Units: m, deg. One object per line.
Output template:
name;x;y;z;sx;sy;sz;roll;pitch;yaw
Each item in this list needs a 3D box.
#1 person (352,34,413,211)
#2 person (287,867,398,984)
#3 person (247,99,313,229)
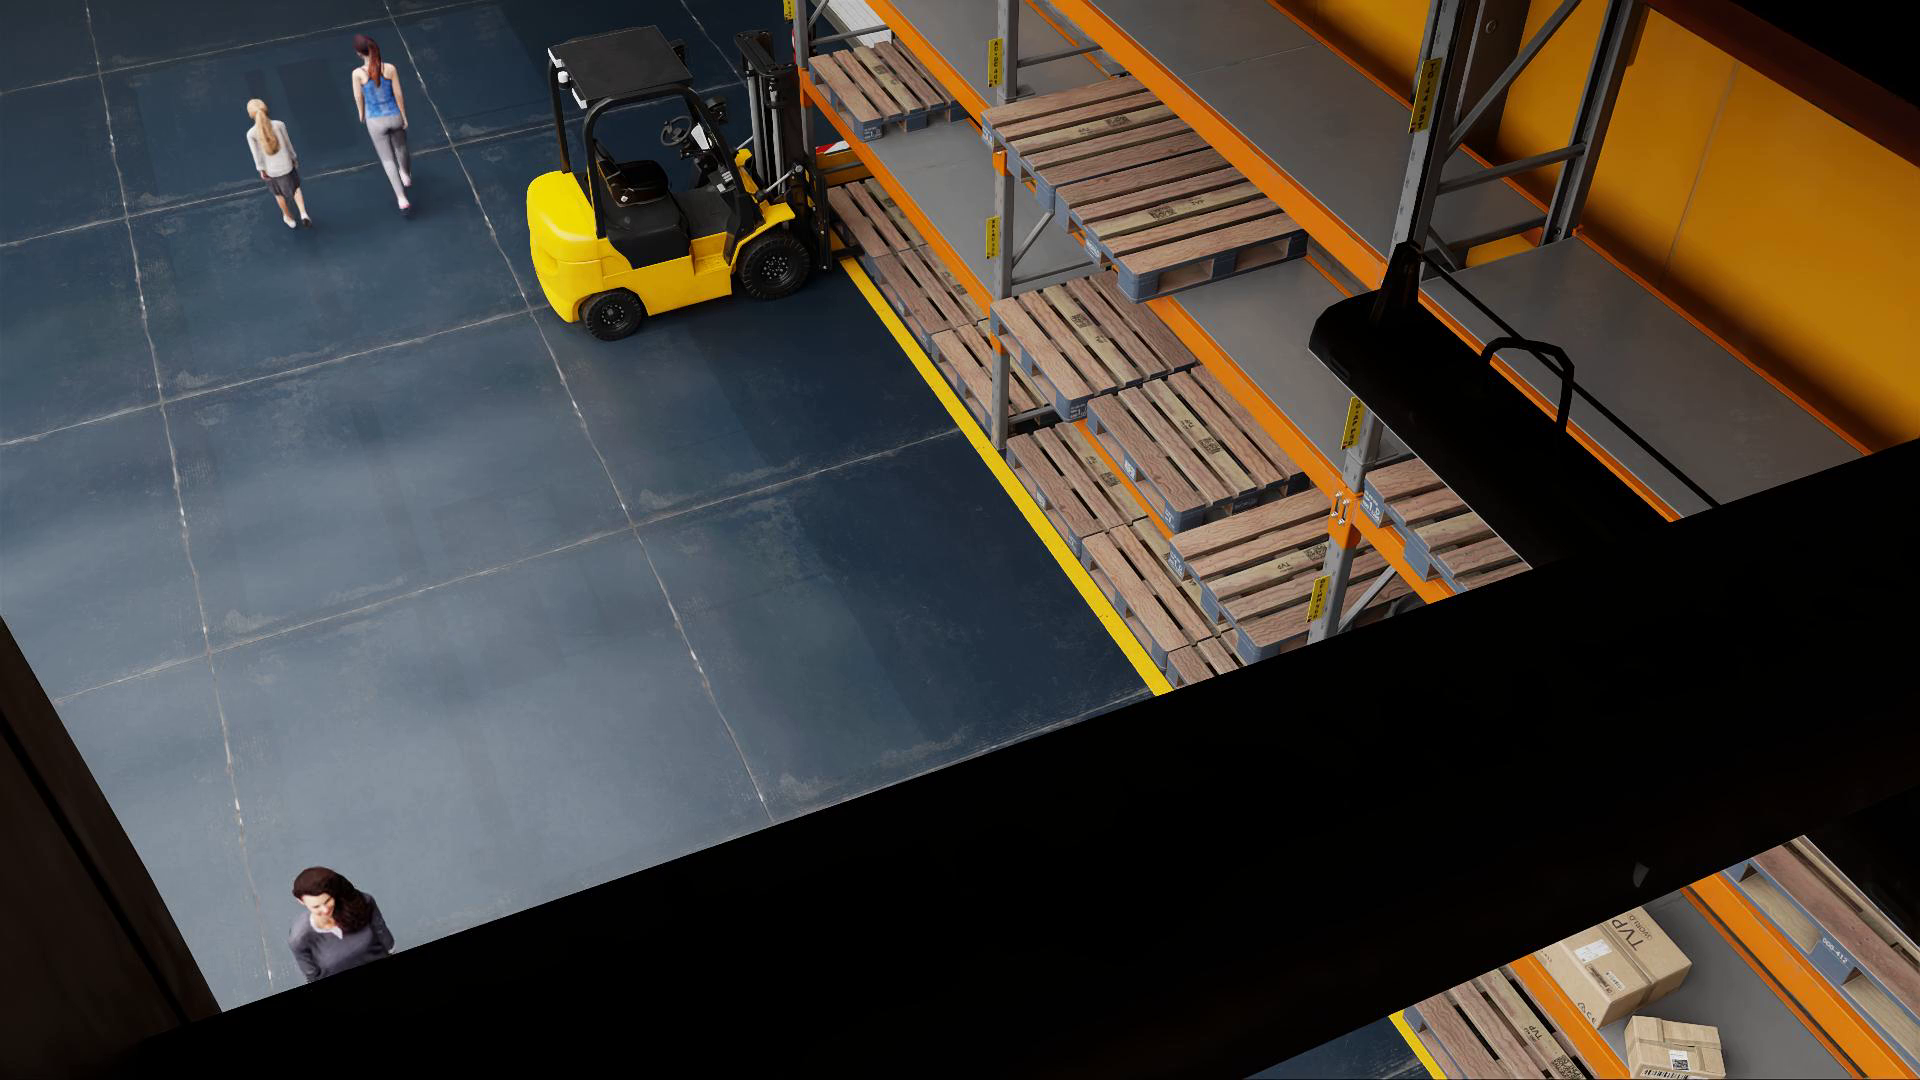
person;-5.162;-3.729;14.958;0.626;1.576;1.027;-22;48;-22
person;-3.164;2.205;8.604;0.783;1.749;0.985;-31;52;-29
person;-6.027;-3.302;14.736;0.549;1.265;0.675;-23;48;-22
